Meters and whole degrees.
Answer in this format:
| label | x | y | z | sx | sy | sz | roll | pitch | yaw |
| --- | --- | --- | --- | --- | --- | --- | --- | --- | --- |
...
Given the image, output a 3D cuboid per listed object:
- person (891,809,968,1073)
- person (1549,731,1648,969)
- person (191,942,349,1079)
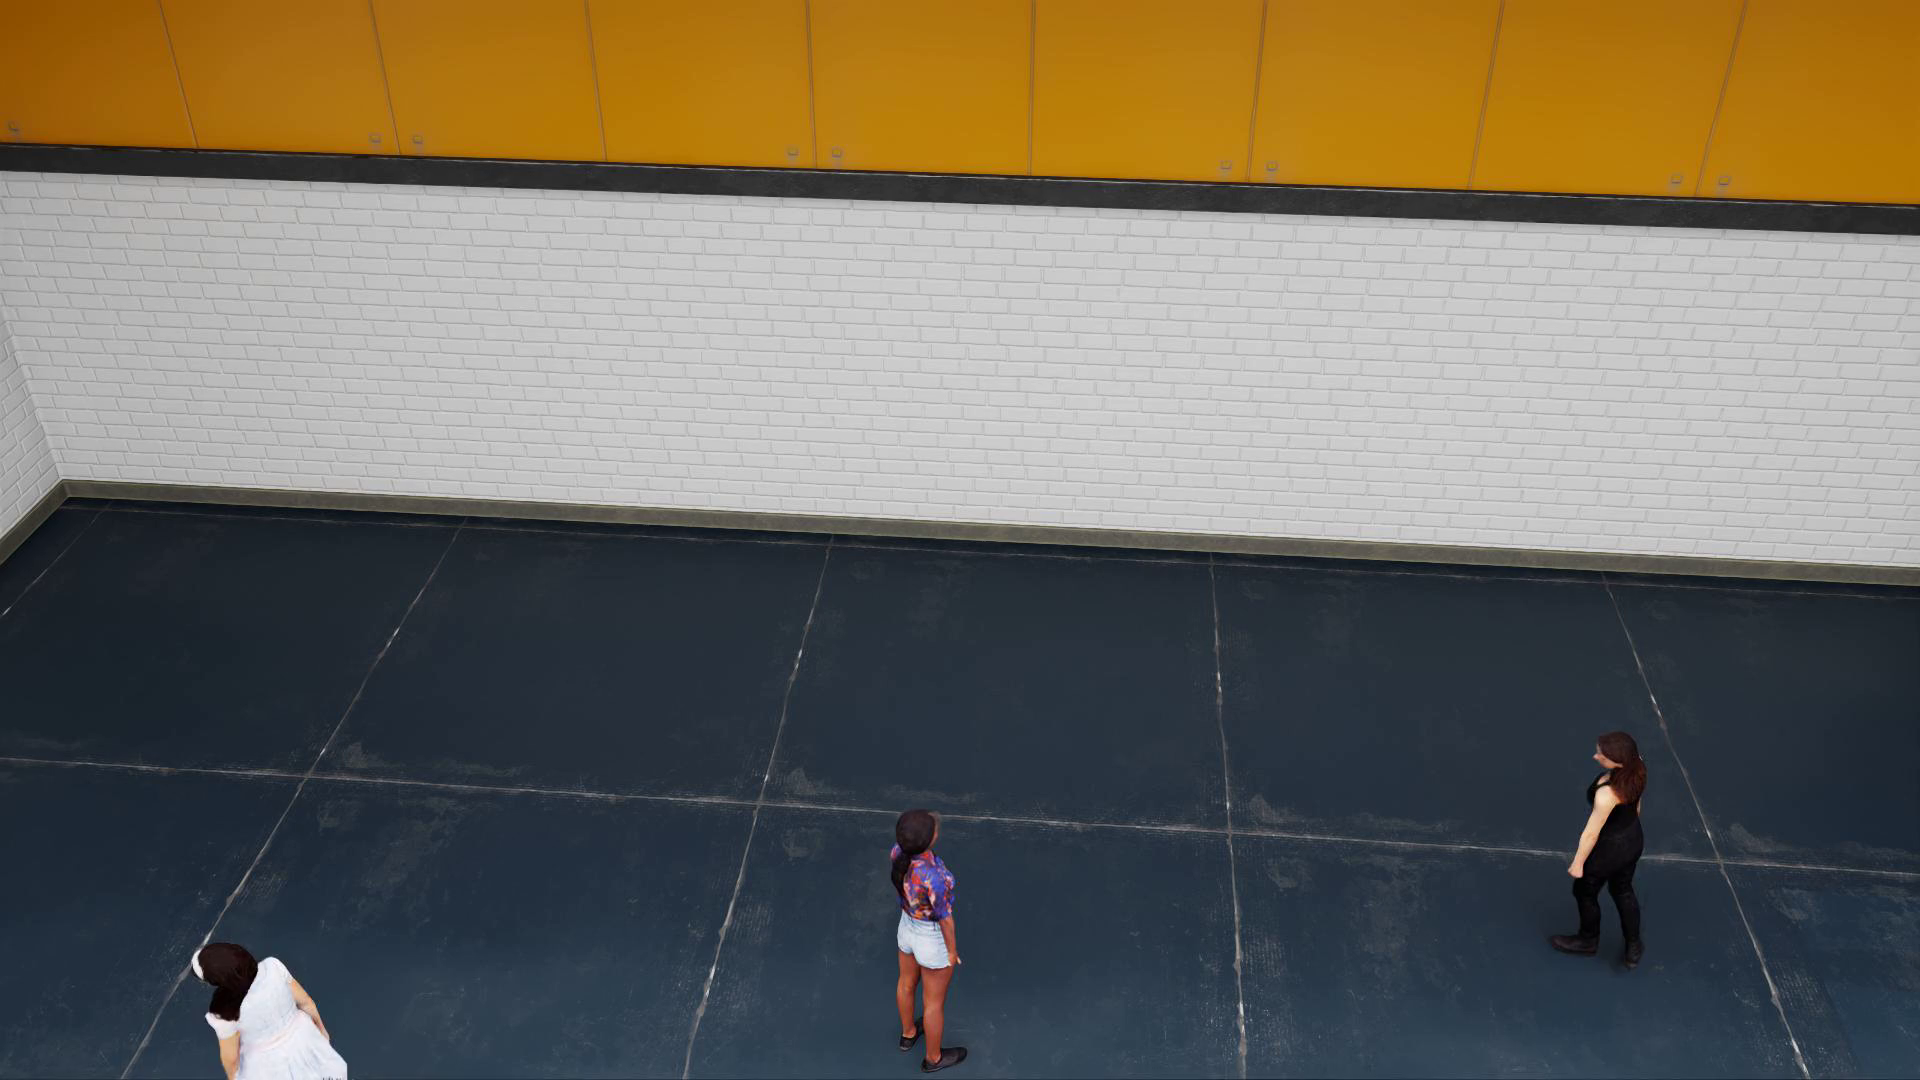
| label | x | y | z | sx | sy | sz | roll | pitch | yaw |
| --- | --- | --- | --- | --- | --- | --- | --- | --- | --- |
| person | -0.188 | 2.047 | 8.571 | 0.718 | 1.746 | 0.660 | -25 | 41 | -33 |
| person | 3.614 | 1.702 | 9.171 | 0.858 | 1.657 | 0.922 | -18 | 38 | -25 |
| person | -3.155 | 2.479 | 7.886 | 0.842 | 1.786 | 0.924 | -21 | 39 | -28 |
